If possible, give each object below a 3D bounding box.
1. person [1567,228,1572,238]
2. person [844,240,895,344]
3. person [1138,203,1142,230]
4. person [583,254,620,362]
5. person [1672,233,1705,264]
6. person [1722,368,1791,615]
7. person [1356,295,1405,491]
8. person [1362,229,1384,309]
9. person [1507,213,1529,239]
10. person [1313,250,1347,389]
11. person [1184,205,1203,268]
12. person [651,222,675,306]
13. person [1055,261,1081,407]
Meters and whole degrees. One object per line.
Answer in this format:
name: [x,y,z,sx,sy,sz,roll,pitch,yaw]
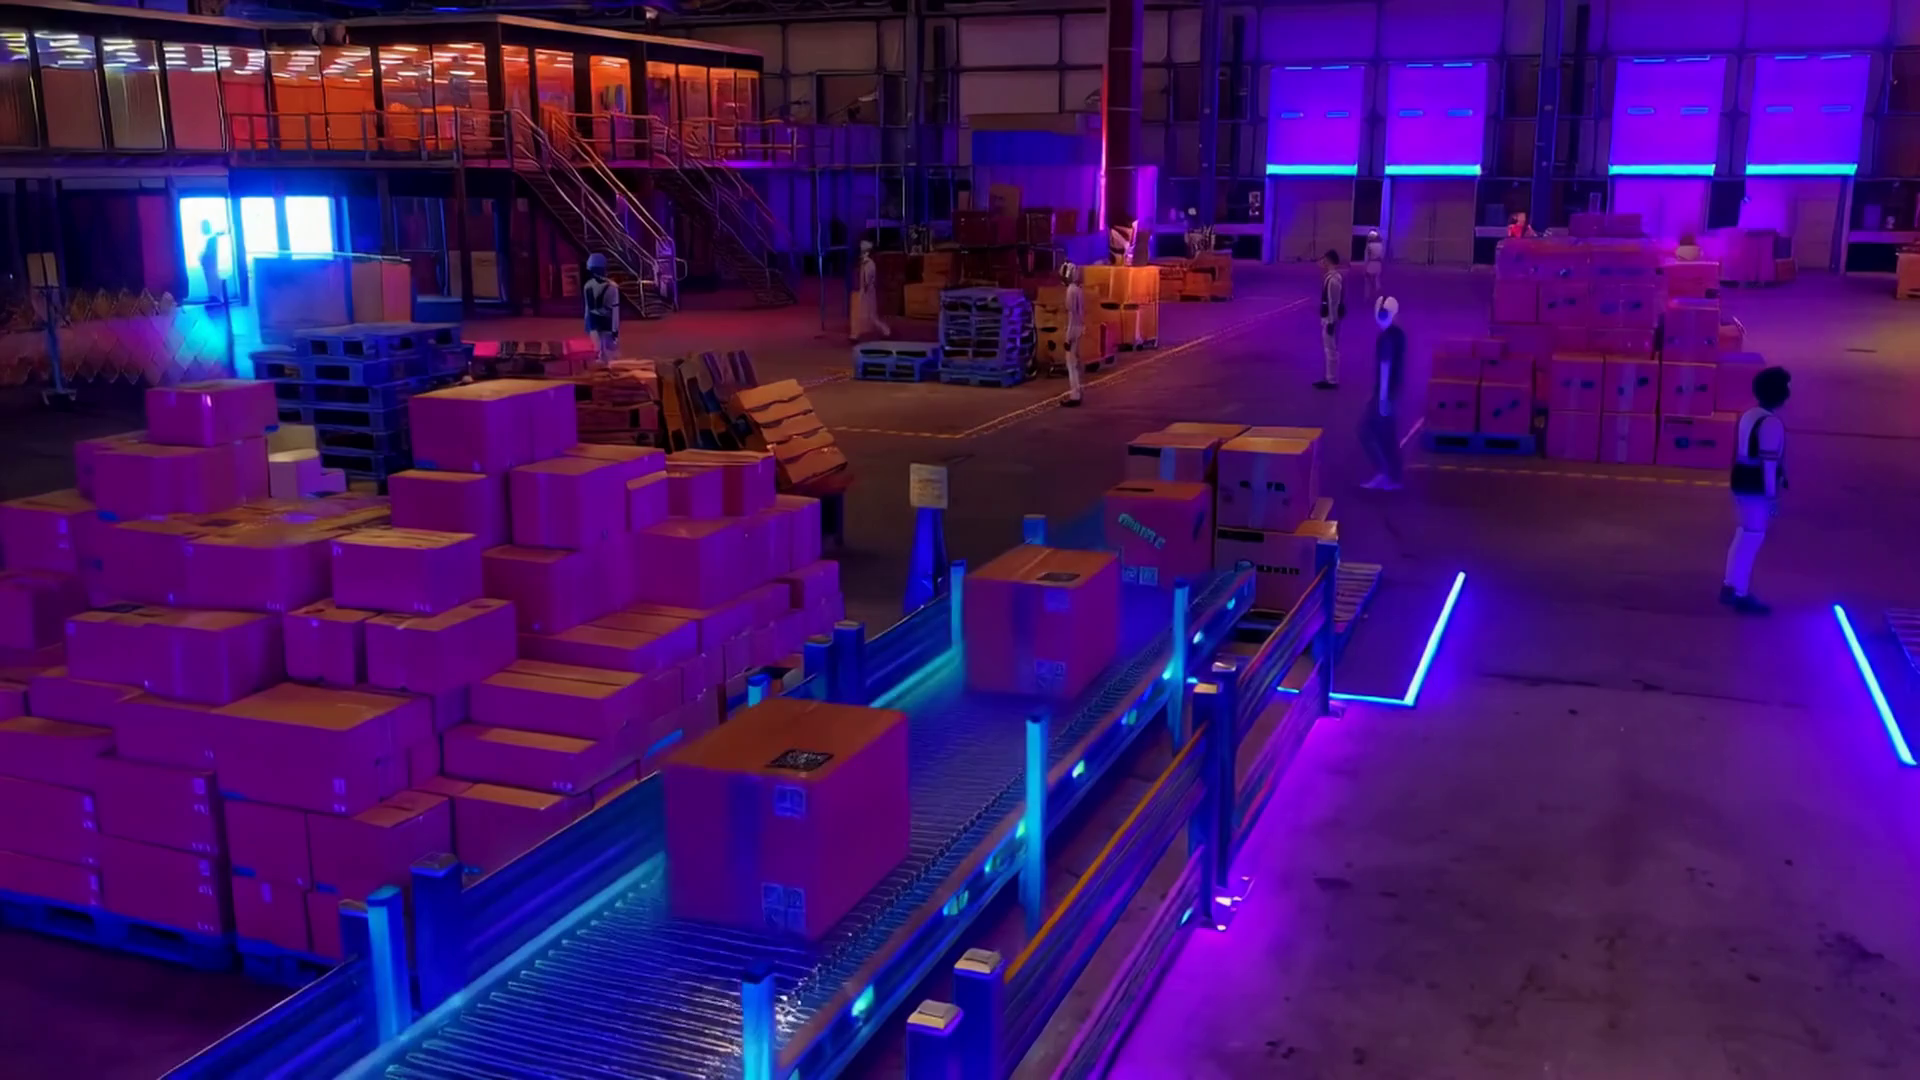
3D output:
person: [16.030,-7.486,43.171,0.434,1.826,0.640,-8,15,-32]
person: [-1.591,-4.329,29.049,0.878,1.803,0.532,-4,13,-19]
person: [5.615,-9.817,53.219,0.391,1.995,0.613,-4,13,-16]
person: [-4.716,-2.785,21.848,0.542,1.928,0.399,5,14,23]
person: [13.952,-4.969,31.927,0.622,1.814,0.872,-1,13,-4]
person: [5.457,-0.336,11.395,0.319,1.693,0.535,2,13,8]
person: [3.993,-1.373,15.689,0.524,1.852,0.529,10,16,37]
person: [8.978,-5.875,36.120,0.500,1.731,0.457,-6,14,-24]
person: [13.876,-7.150,41.365,0.389,1.949,0.604,-11,17,-40]
person: [5.149,-3.042,23.008,0.395,1.920,0.587,2,13,7]
person: [7.142,-9.267,50.914,0.587,1.926,0.366,-3,13,-15]
person: [-6.445,-5.969,36.215,0.574,1.884,0.360,7,14,28]
person: [1.388,-2.629,21.300,0.328,1.862,0.503,1,13,5]
